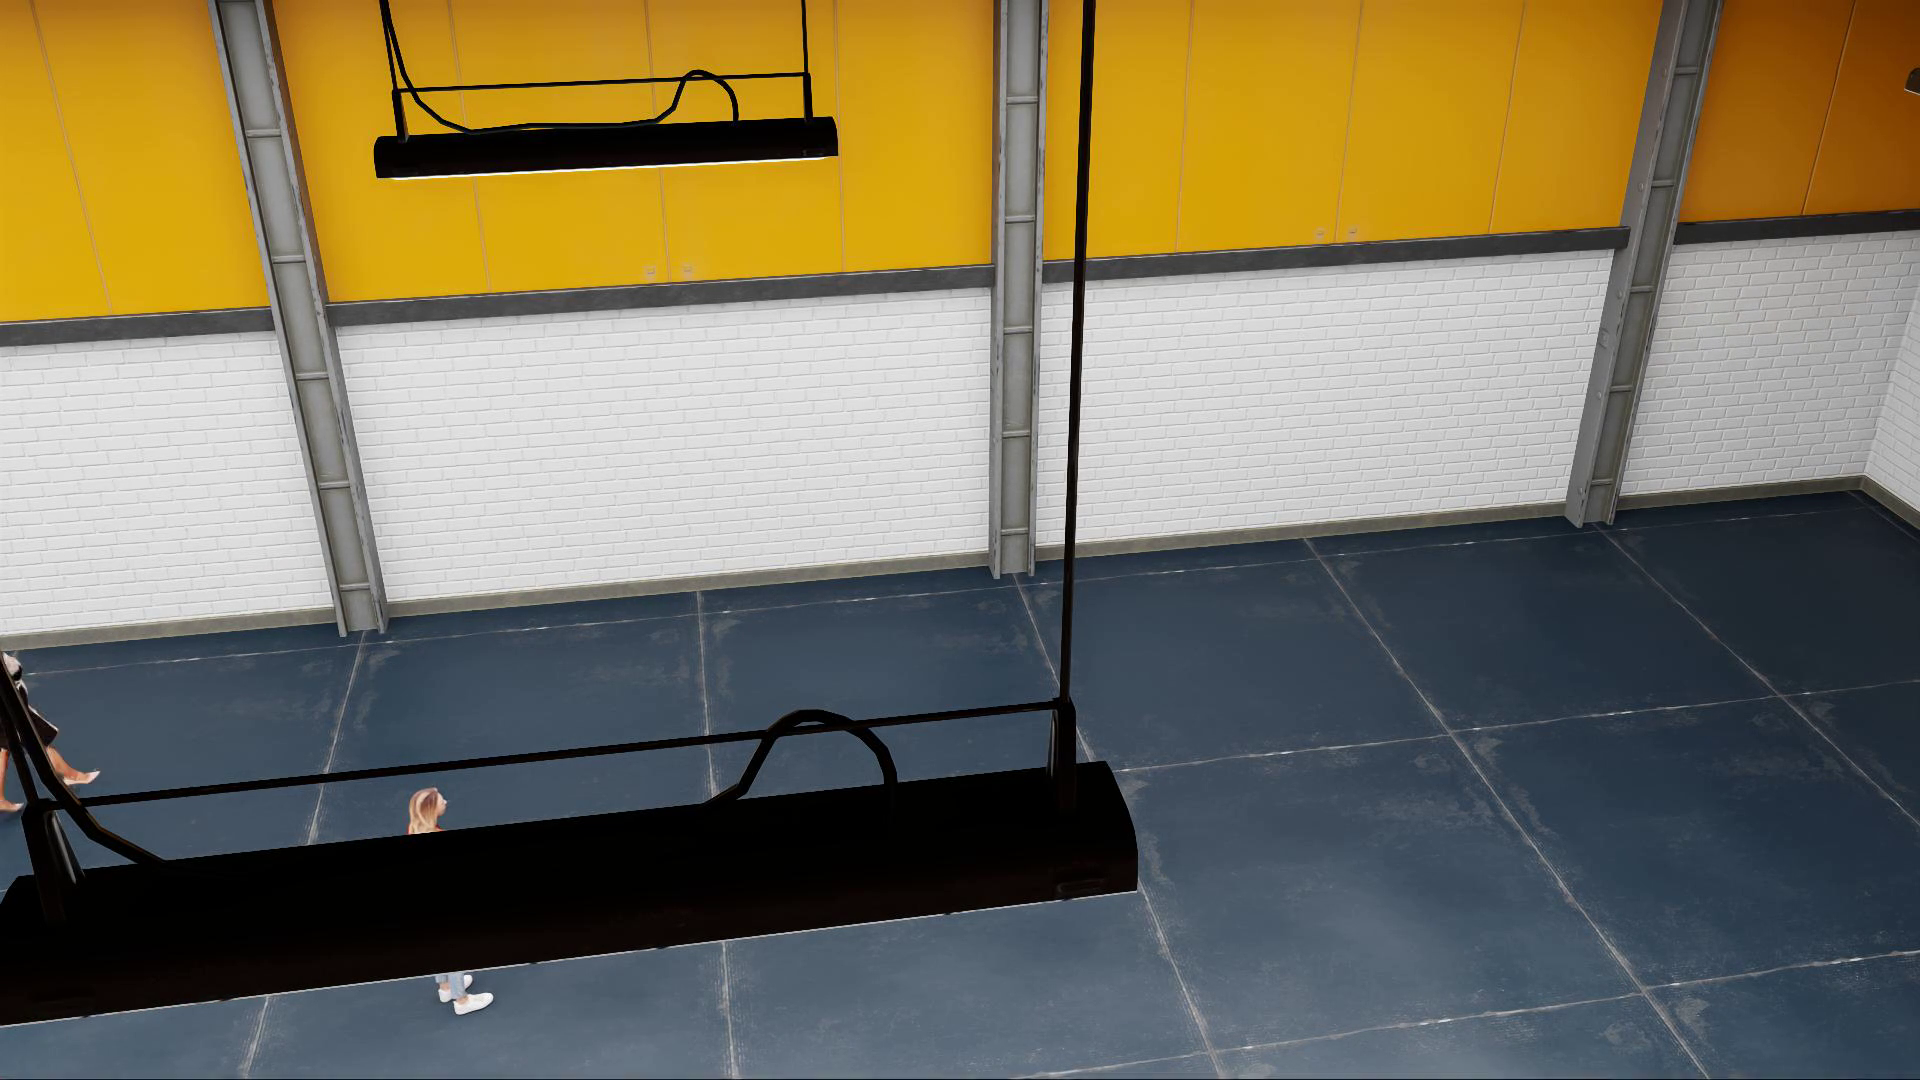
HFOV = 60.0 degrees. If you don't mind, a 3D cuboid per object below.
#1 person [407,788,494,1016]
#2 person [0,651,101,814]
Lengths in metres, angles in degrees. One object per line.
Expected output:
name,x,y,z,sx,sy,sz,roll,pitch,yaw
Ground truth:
person,-3.298,2.291,10.578,0.686,1.705,0.703,26,38,38
person,-7.136,1.331,12.331,1.030,1.710,1.118,21,35,34
